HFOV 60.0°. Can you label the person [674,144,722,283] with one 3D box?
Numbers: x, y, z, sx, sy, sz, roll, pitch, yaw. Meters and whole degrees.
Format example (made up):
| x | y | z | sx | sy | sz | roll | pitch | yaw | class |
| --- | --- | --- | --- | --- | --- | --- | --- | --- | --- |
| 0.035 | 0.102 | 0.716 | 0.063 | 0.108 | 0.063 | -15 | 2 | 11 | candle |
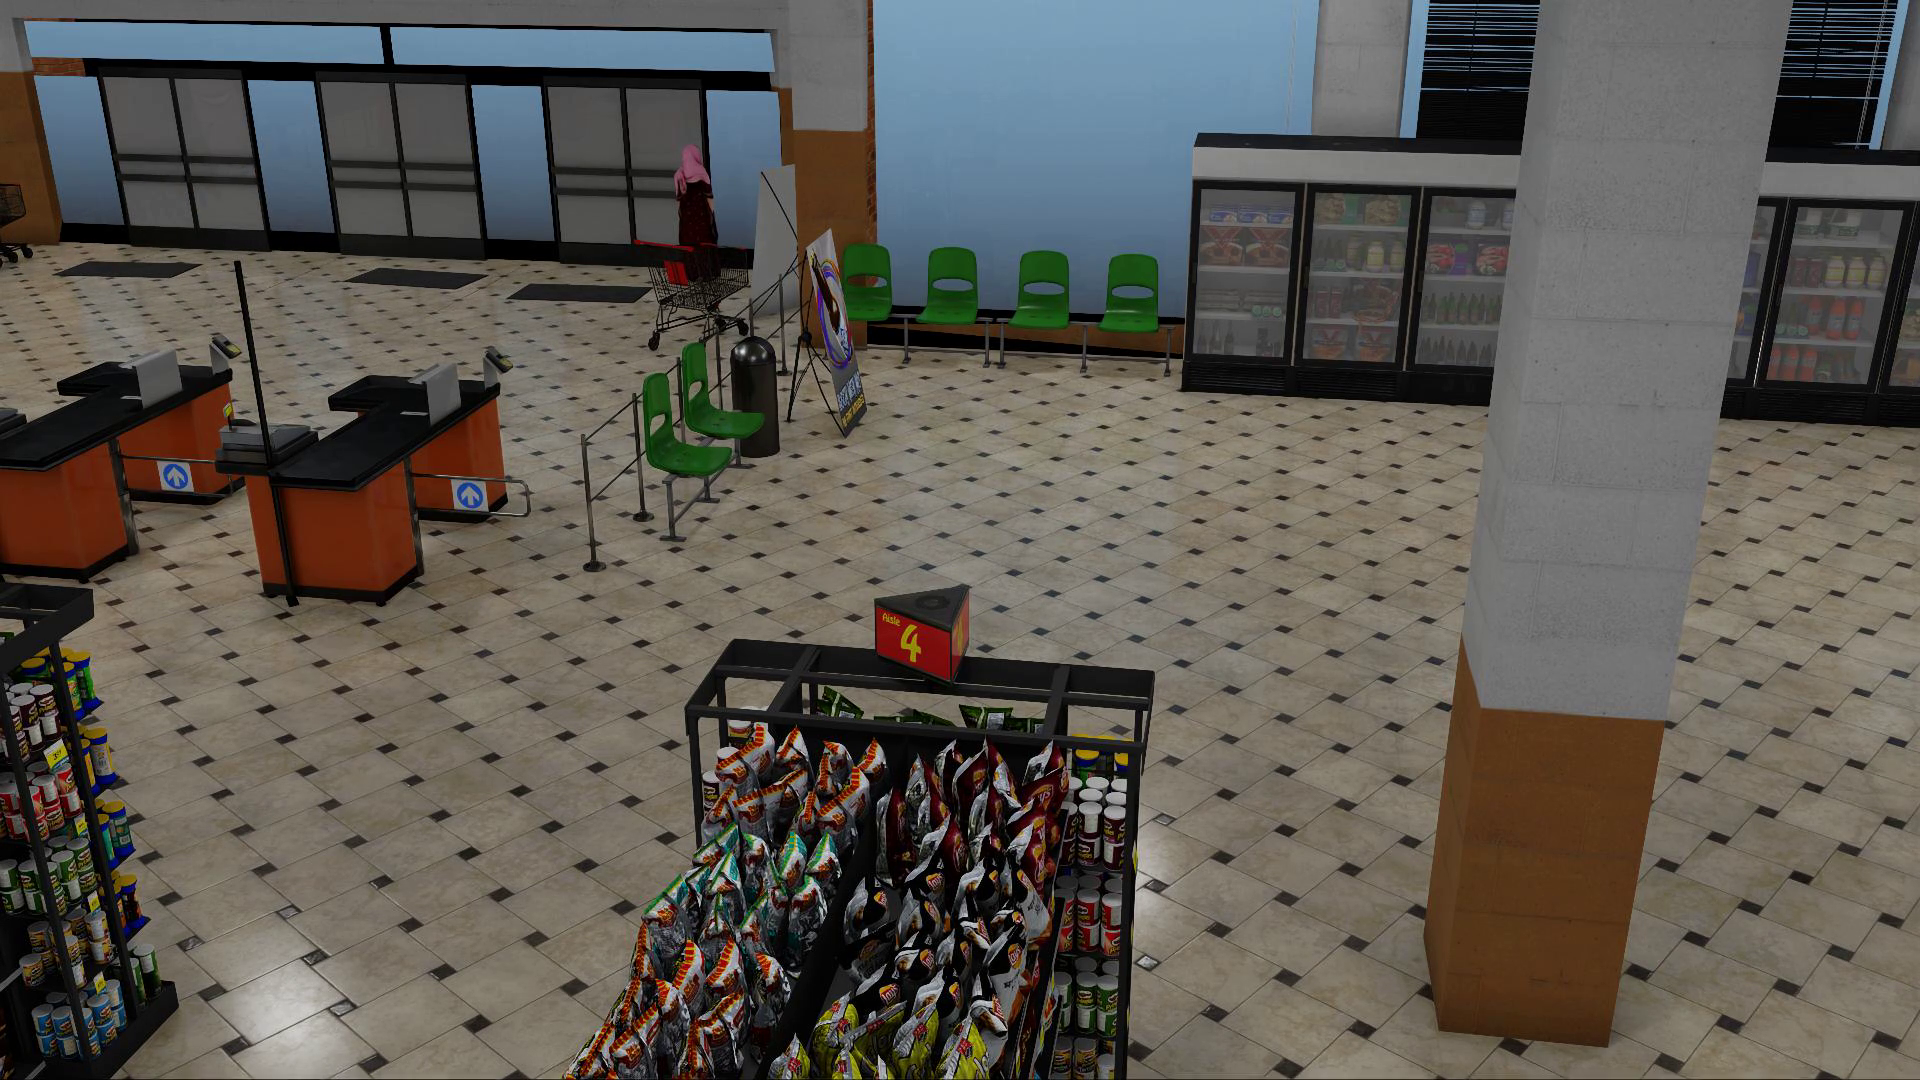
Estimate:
| x | y | z | sx | sy | sz | roll | pitch | yaw | class |
| --- | --- | --- | --- | --- | --- | --- | --- | --- | --- |
| -3.151 | -3.902 | 19.855 | 0.678 | 1.637 | 0.625 | 6 | 23 | 15 | person |
